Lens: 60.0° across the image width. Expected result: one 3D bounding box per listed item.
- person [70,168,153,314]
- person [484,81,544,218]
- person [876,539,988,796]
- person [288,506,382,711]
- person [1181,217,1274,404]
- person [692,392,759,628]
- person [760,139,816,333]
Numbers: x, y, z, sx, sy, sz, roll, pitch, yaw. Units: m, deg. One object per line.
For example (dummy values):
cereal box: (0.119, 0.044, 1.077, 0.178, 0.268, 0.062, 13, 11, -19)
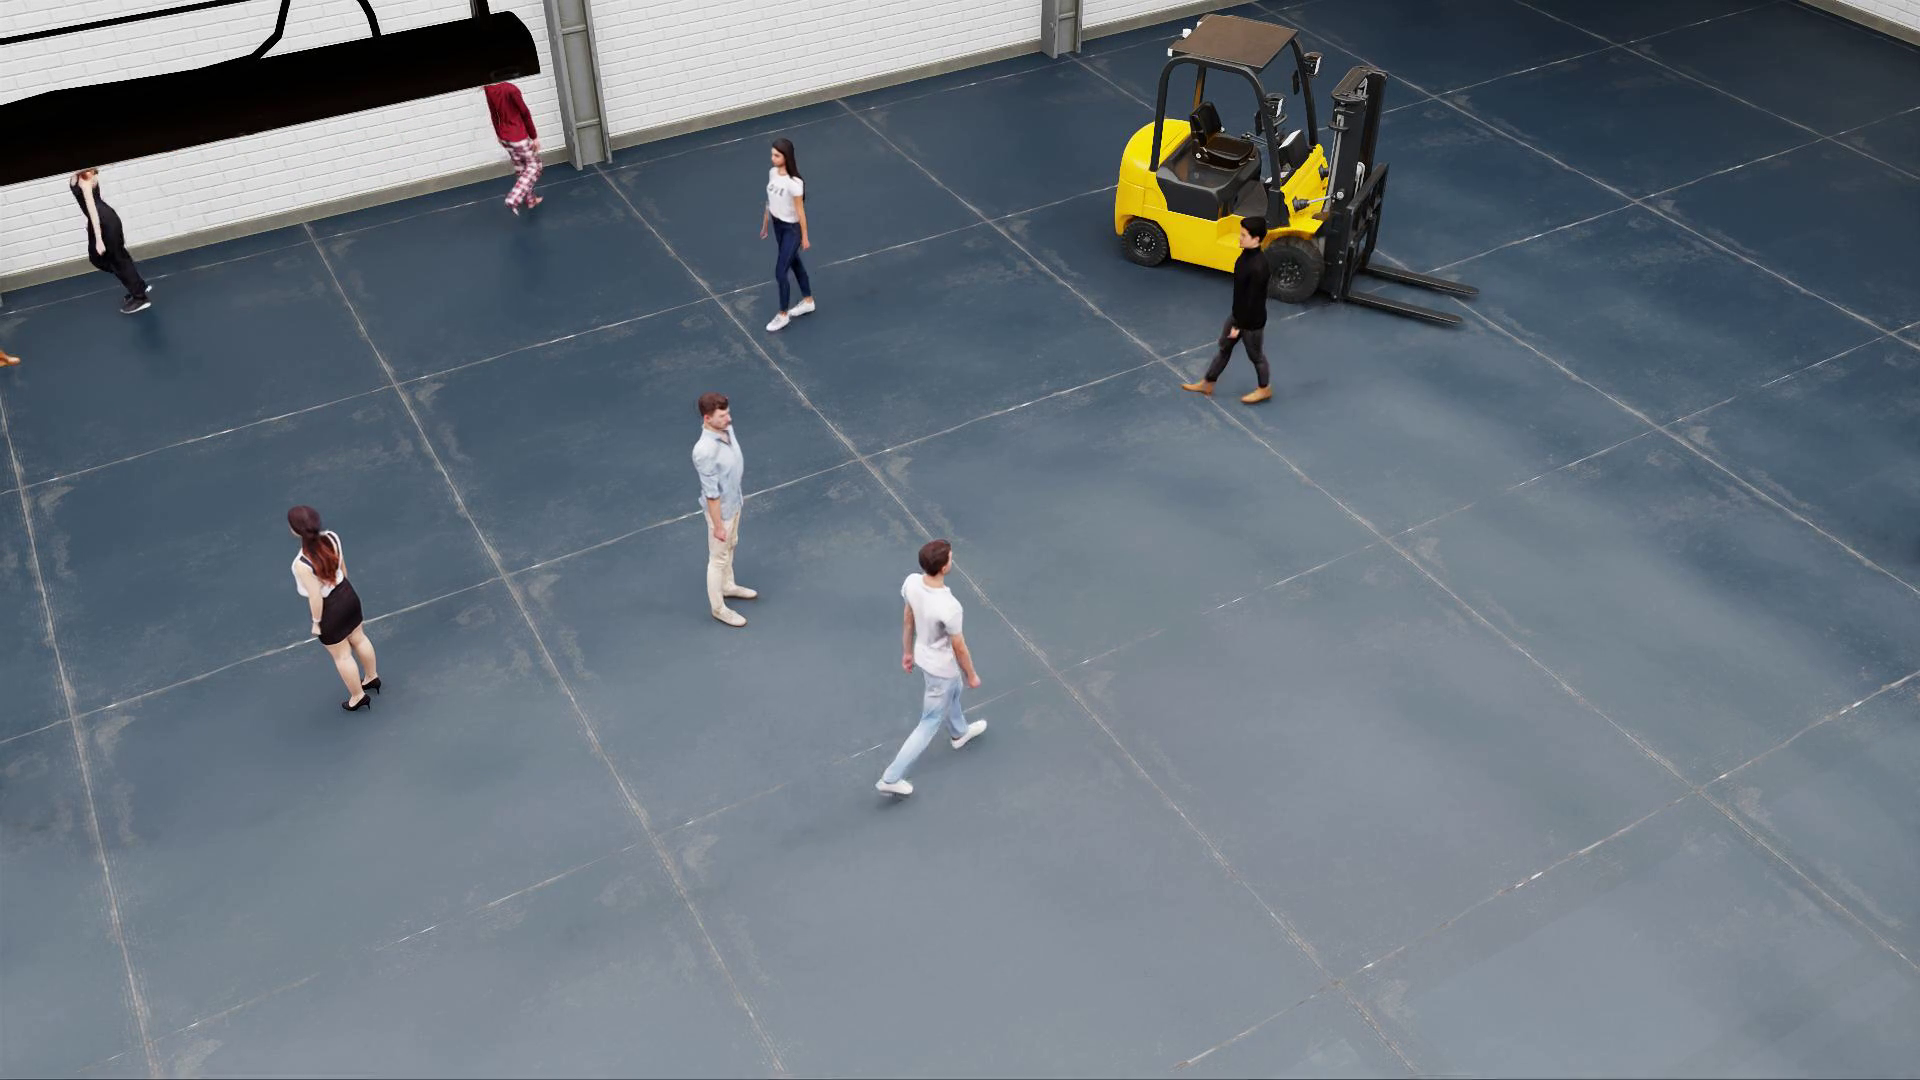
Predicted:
person: (-7.599, -2.856, 14.958, 0.663, 1.730, 0.696, 29, 47, 31)
person: (-4.405, -3.970, 16.383, 0.882, 1.690, 0.978, 19, 42, 22)
person: (-0.206, 0.822, 10.283, 1.202, 1.815, 0.707, -23, 44, -26)
person: (-4.100, 0.447, 10.886, 0.693, 1.649, 0.631, 10, 40, 12)
person: (2.456, -1.869, 13.750, 1.116, 1.693, 0.888, -7, 39, -9)
person: (-1.661, -0.249, 11.600, 0.760, 1.846, 0.721, 7, 39, 8)
person: (-1.455, -2.770, 14.829, 0.825, 1.755, 0.627, -23, 44, -26)
